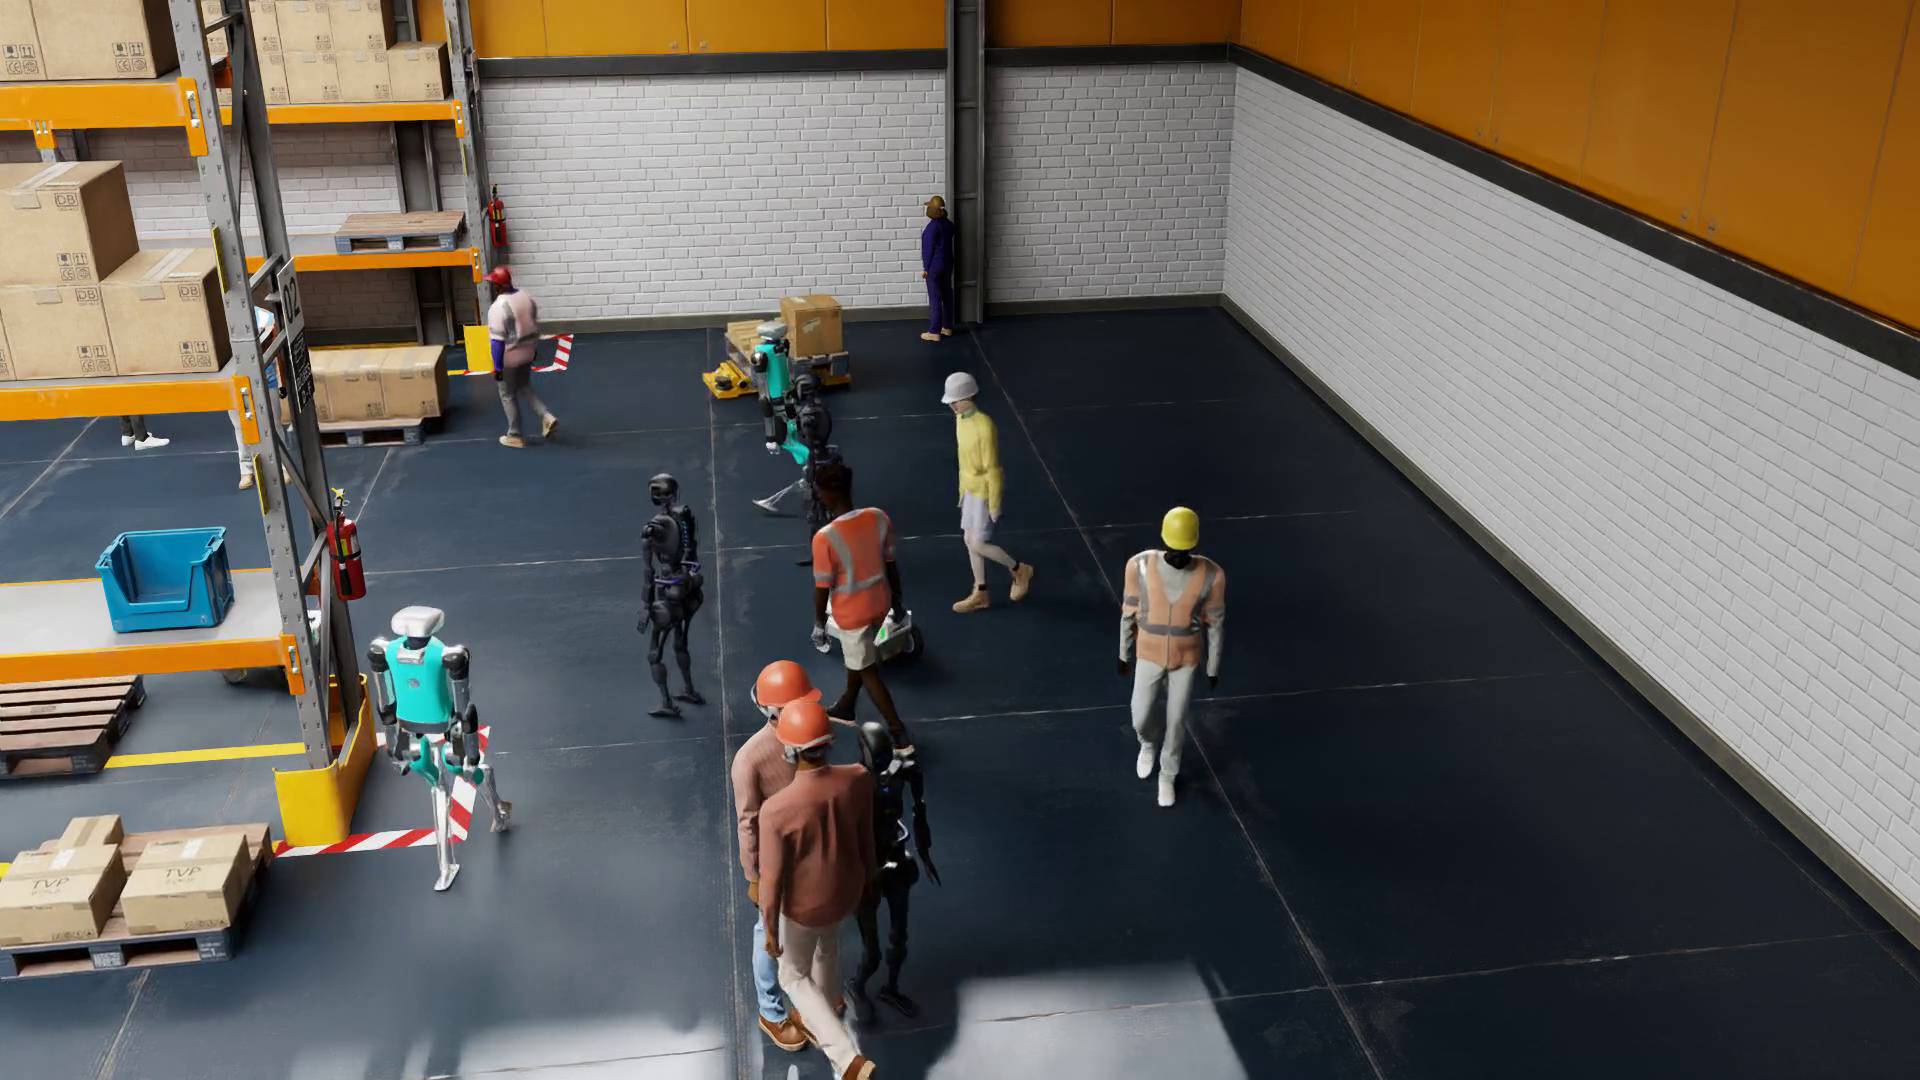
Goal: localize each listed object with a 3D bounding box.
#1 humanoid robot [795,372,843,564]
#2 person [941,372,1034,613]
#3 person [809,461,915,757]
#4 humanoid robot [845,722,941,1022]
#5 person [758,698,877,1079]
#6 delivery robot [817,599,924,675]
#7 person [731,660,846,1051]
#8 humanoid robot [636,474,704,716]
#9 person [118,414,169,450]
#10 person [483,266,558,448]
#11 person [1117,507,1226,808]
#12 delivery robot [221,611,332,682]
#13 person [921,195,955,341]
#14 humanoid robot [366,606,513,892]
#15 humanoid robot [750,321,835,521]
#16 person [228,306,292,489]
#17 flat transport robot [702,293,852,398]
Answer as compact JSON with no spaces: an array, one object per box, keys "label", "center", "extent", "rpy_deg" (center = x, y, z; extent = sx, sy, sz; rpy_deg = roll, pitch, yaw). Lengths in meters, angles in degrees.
[{"label":"humanoid robot","center":[-0.977,-0.524,12.867],"extent":[0.682,1.620,0.591],"rpy_deg":[3,24,7]},{"label":"person","center":[0.178,-0.353,12.229],"extent":[0.617,1.855,0.514],"rpy_deg":[-11,26,-23]},{"label":"person","center":[-0.598,0.431,10.393],"extent":[0.899,1.914,0.657],"rpy_deg":[19,30,36]},{"label":"humanoid robot","center":[-0.384,1.590,8.032],"extent":[0.611,1.649,0.311],"rpy_deg":[-15,28,-31]},{"label":"person","center":[-0.618,1.637,7.561],"extent":[0.632,1.967,0.800],"rpy_deg":[-19,30,-36]},{"label":"delivery robot","center":[-0.661,0.608,11.680],"extent":[0.811,0.613,0.499],"rpy_deg":[20,30,37]},{"label":"person","center":[-0.806,1.471,7.899],"extent":[0.374,1.997,0.617],"rpy_deg":[15,28,30]},{"label":"humanoid robot","center":[-1.895,0.345,10.854],"extent":[0.358,1.648,0.608],"rpy_deg":[11,26,24]},{"label":"person","center":[-7.750,-1.759,15.418],"extent":[0.533,1.865,0.313],"rpy_deg":[17,29,34]},{"label":"person","center":[-4.097,-1.685,15.402],"extent":[0.503,1.739,0.635],"rpy_deg":[12,26,25]},{"label":"person","center":[1.235,0.683,9.791],"extent":[0.620,1.910,0.436],"rpy_deg":[4,24,9]},{"label":"delivery robot","center":[-4.711,0.682,11.474],"extent":[0.785,0.585,0.499],"rpy_deg":[0,24,0]},{"label":"person","center":[-0.261,-3.059,18.677],"extent":[0.336,1.623,0.459],"rpy_deg":[15,28,31]},{"label":"humanoid robot","center":[-2.803,1.057,9.212],"extent":[0.563,1.802,0.940],"rpy_deg":[2,24,4]},{"label":"humanoid robot","center":[-1.297,-0.911,13.665],"extent":[0.994,1.743,0.531],"rpy_deg":[8,25,17]},{"label":"person","center":[-6.196,-1.356,14.532],"extent":[0.624,1.844,0.429],"rpy_deg":[-7,25,-15]},{"label":"flat transport robot","center":[-1.909,-1.730,17.337],"extent":[1.431,0.231,0.659],"rpy_deg":[-9,25,-20]}]
